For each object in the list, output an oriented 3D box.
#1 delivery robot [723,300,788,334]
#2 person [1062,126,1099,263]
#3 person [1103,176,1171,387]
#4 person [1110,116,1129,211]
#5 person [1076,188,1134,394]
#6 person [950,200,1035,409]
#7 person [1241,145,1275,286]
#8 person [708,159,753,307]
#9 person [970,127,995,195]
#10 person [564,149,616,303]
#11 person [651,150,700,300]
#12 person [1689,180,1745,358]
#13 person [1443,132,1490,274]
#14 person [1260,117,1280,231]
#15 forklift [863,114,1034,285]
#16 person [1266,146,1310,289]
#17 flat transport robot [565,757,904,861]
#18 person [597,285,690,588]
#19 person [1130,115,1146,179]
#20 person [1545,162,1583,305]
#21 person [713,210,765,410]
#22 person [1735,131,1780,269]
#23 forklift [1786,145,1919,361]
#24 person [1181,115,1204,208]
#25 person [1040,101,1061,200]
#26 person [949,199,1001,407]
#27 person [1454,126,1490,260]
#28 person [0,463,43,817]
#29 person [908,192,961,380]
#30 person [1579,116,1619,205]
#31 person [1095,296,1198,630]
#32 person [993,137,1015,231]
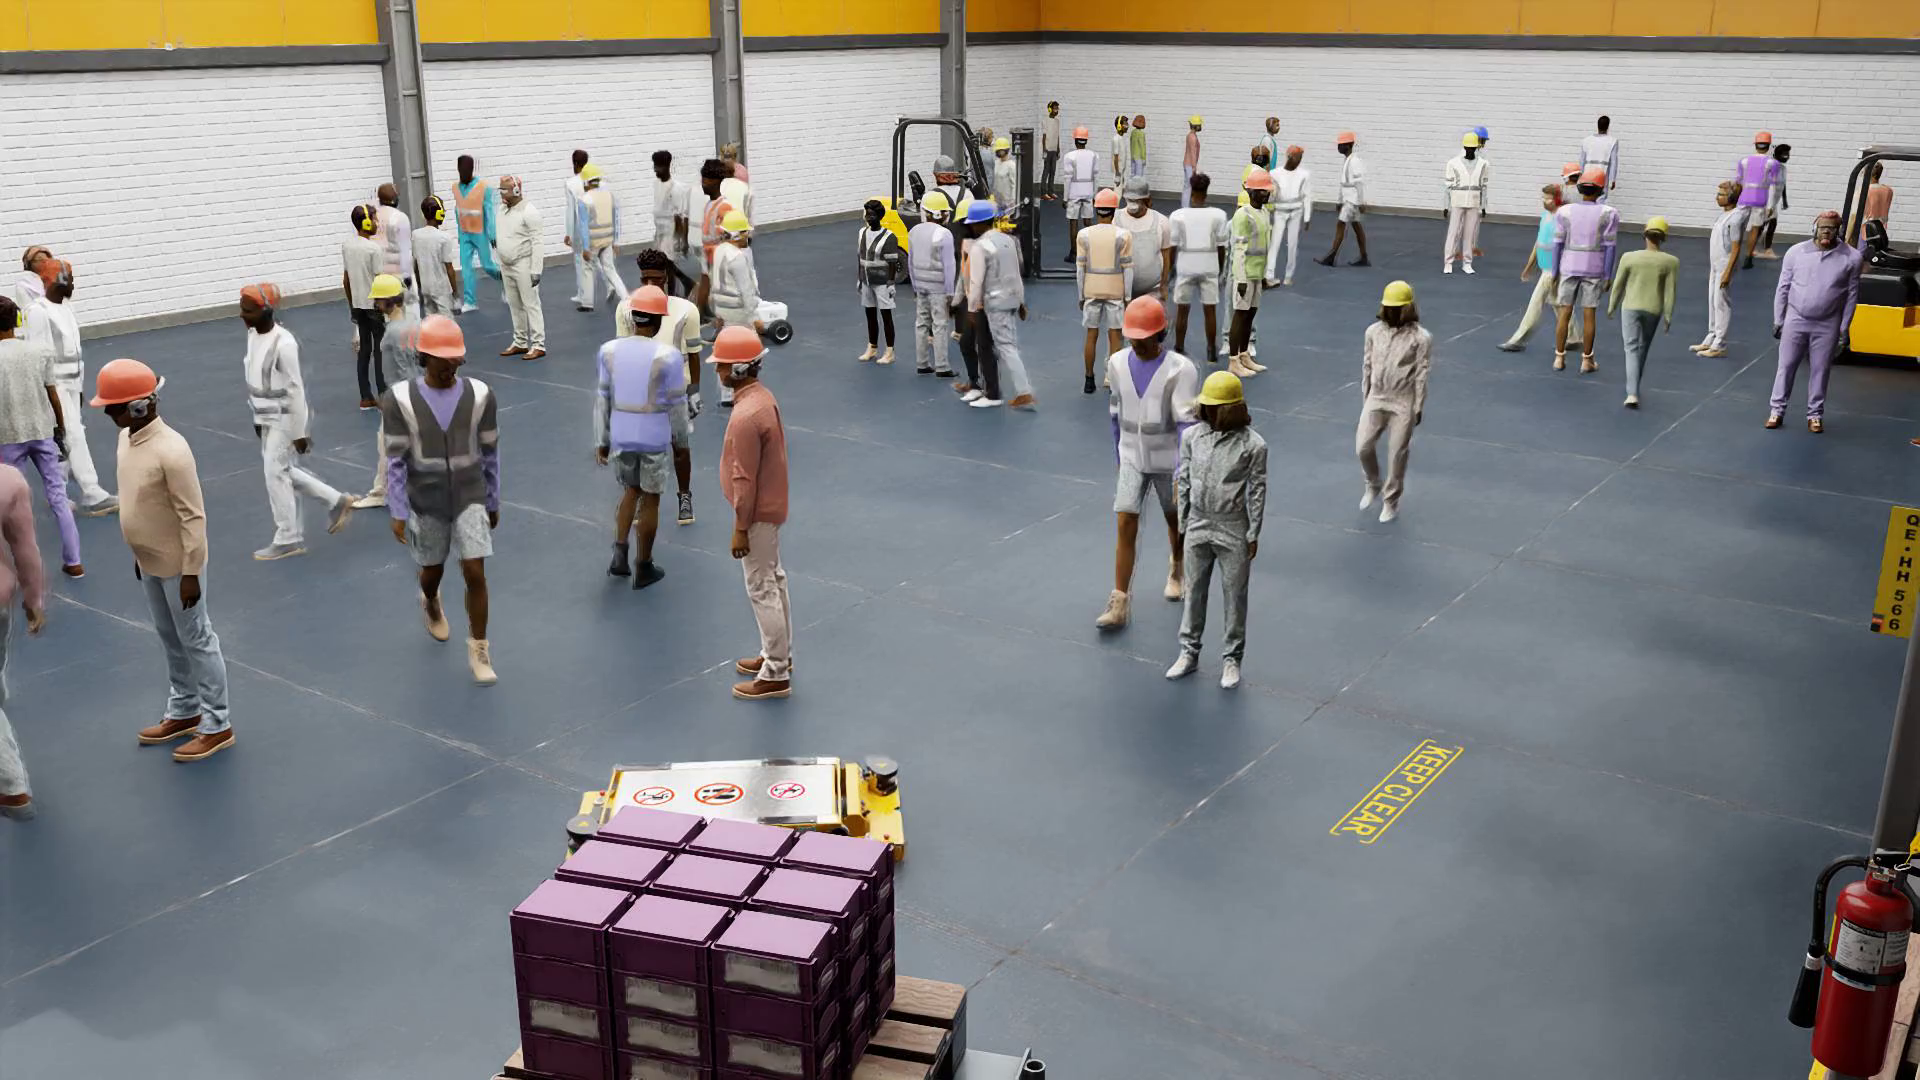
[{"bbox_3d":[-2.265,-2.468,18.227,0.707,0.478,0.477,-8,19,-23],"label":"delivery robot"},{"bbox_3d":[1.722,-4.973,23.976,0.552,1.936,0.358,-7,19,-20],"label":"person"},{"bbox_3d":[1.679,-2.471,15.987,0.688,2.000,0.536,1,18,2],"label":"person"},{"bbox_3d":[2.632,-6.025,27.377,0.317,1.870,0.531,4,18,11],"label":"person"},{"bbox_3d":[1.371,-2.343,15.754,0.544,1.938,0.356,5,18,15],"label":"person"},{"bbox_3d":[0.309,-2.157,15.235,0.992,1.883,0.635,10,20,28],"label":"person"},{"bbox_3d":[3.904,-4.246,21.861,0.429,1.844,0.623,-2,18,-6],"label":"person"},{"bbox_3d":[-2.825,-3.704,20.212,0.660,1.809,0.905,-9,20,-27],"label":"person"},{"bbox_3d":[0.344,-4.924,23.823,0.365,1.939,0.636,-6,19,-18],"label":"person"},{"bbox_3d":[-4.625,-3.867,20.582,0.573,1.911,0.626,14,22,37],"label":"person"},{"bbox_3d":[-3.475,-3.743,20.123,0.562,1.943,0.642,-11,21,-31],"label":"person"},{"bbox_3d":[7.979,-2.833,17.434,0.331,1.844,0.520,3,18,9],"label":"person"},{"bbox_3d":[6.976,-4.639,22.951,0.595,1.925,0.371,0,18,1],"label":"person"},{"bbox_3d":[5.091,-6.056,27.515,0.325,1.843,0.517,3,18,8],"label":"person"},{"bbox_3d":[-0.171,-4.594,22.377,2.313,2.155,1.214,1,18,3],"label":"forklift"},{"bbox_3d":[4.301,-4.217,21.792,0.623,1.828,0.753,-1,18,-4],"label":"person"},{"bbox_3d":[-0.978,1.202,7.359,1.431,0.197,0.652,-1,18,-4],"label":"flat transport robot"},{"bbox_3d":[-1.978,-0.644,10.481,0.573,1.910,0.466,6,19,17],"label":"person"},{"bbox_3d":[3.367,-7.178,31.366,0.284,1.633,0.500,-7,19,-21],"label":"person"},{"bbox_3d":[7.489,-3.782,20.555,0.573,1.747,0.345,-8,19,-23],"label":"person"},{"bbox_3d":[-1.950,-2.077,15.125,0.622,1.811,0.598,-6,19,-17],"label":"person"},{"bbox_3d":[11.090,-4.738,23.275,0.565,1.918,0.575,15,23,39],"label":"person"},{"bbox_3d":[9.803,-2.879,17.013,2.313,2.155,1.214,12,21,33],"label":"forklift"},{"bbox_3d":[4.111,-6.601,29.366,0.345,1.759,0.521,-1,18,-3],"label":"person"},{"bbox_3d":[1.748,-7.460,31.894,0.329,1.861,0.504,16,24,40],"label":"person"},{"bbox_3d":[0.158,-2.180,15.339,0.443,1.888,0.597,-7,19,-20],"label":"person"},{"bbox_3d":[7.494,-5.031,24.193,0.775,1.905,0.645,1,18,3],"label":"person"},{"bbox_3d":[-4.599,0.274,7.645,1.051,1.874,0.644,15,23,39],"label":"person"},{"bbox_3d":[-0.250,-2.498,16.412,0.404,1.829,0.591,-16,24,-41],"label":"person"},{"bbox_3d":[10.181,-5.790,26.565,0.597,1.918,0.383,14,23,38],"label":"person"},{"bbox_3d":[1.146,-0.486,9.911,0.630,1.979,1.099,10,20,28],"label":"person"},{"bbox_3d":[0.629,-4.962,24.227,0.332,1.765,0.532,-11,21,-32],"label":"person"}]
